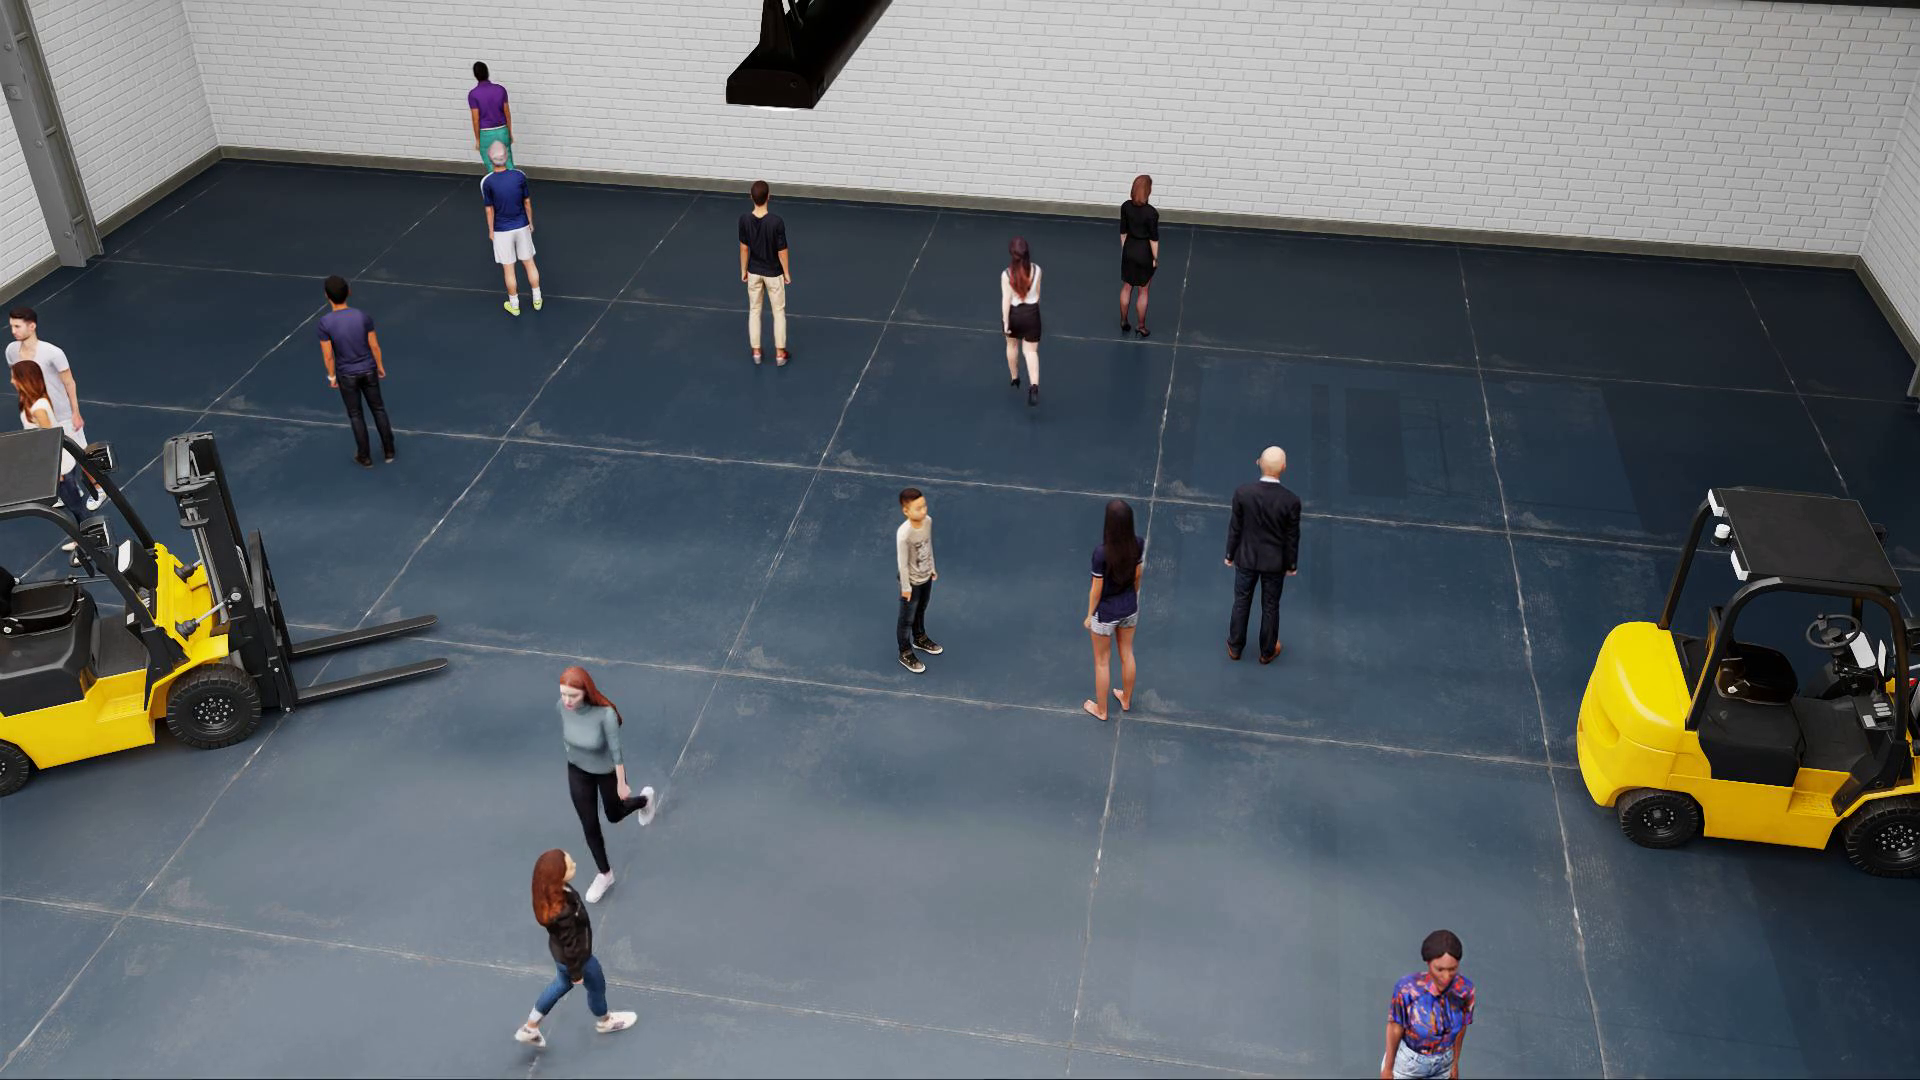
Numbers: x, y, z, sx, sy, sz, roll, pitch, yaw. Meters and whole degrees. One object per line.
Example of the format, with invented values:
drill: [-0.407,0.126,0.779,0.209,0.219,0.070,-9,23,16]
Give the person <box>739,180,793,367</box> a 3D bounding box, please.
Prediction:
person: [-1.890,-2.594,16.179,0.629,1.851,0.537,6,34,9]

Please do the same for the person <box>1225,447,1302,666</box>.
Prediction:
person: [2.200,0.126,12.137,0.706,1.796,0.622,10,35,15]

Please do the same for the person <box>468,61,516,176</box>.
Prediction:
person: [-5.451,-4.721,19.456,0.696,1.767,0.752,-20,39,-28]

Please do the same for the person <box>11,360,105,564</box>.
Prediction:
person: [-7.206,-0.635,13.292,0.726,1.785,0.664,-21,39,-28]

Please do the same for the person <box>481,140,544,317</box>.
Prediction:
person: [-4.624,-3.219,17.131,0.718,1.838,0.765,-19,38,-26]

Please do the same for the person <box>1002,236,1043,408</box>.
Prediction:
person: [0.606,-1.996,15.489,0.807,1.620,1.100,-7,34,-10]

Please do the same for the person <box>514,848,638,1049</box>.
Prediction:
person: [-2.222,2.281,9.197,0.962,1.462,0.920,-19,38,-26]

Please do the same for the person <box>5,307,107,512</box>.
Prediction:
person: [-7.594,-1.104,13.936,0.674,1.854,0.531,6,34,9]

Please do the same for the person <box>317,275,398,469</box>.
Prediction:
person: [-5.278,-1.470,14.541,0.708,1.793,0.753,-19,38,-26]

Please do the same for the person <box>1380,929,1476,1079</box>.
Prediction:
person: [2.321,2.632,8.415,0.645,1.743,0.612,-4,34,-6]

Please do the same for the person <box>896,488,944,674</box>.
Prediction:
person: [-0.335,0.263,12.230,0.671,1.465,0.554,19,38,26]

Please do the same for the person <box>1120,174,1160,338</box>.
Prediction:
person: [1.789,-2.849,16.694,0.657,1.706,0.649,24,40,31]

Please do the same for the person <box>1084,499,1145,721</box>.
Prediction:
person: [1.073,0.495,11.610,0.666,1.765,0.704,-16,37,-23]

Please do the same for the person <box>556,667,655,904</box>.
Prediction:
person: [-2.194,1.403,10.288,0.694,1.716,1.053,11,35,16]
